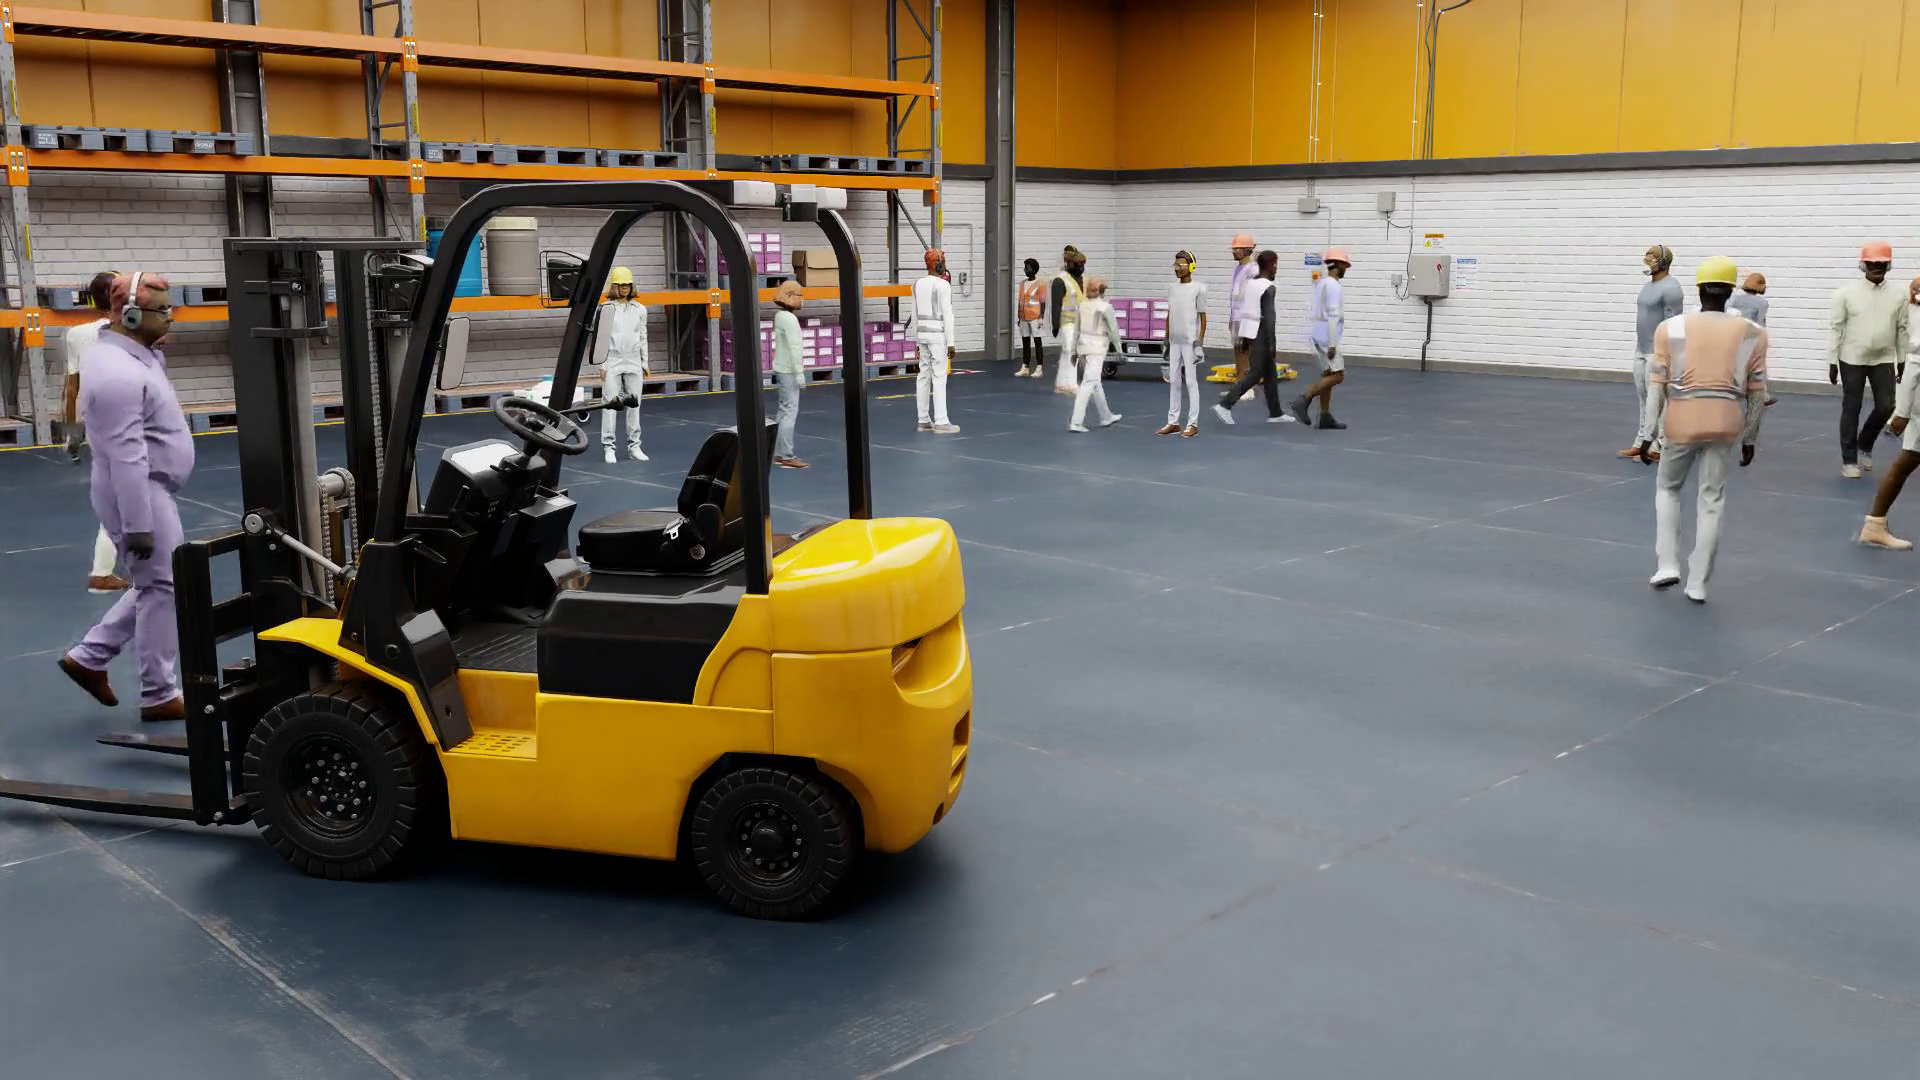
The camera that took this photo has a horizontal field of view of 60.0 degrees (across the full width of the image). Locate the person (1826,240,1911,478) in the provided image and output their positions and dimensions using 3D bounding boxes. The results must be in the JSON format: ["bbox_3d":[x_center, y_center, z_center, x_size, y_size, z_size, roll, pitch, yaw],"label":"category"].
[{"bbox_3d":[7.569,-1.501,13.877,0.649,1.980,0.436,2,11,11],"label":"person"}]

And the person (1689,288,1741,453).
[{"bbox_3d":[6.974,-1.613,15.475,0.527,1.626,0.476,0,10,-1],"label":"person"}]

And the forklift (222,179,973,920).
[{"bbox_3d":[-1.114,-0.058,5.440,2.313,2.155,1.214,2,11,13],"label":"forklift"}]

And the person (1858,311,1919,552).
[{"bbox_3d":[6.208,-0.861,10.377,1.044,1.989,0.626,9,14,40],"label":"person"}]

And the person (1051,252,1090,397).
[{"bbox_3d":[1.416,-2.728,21.041,0.630,1.810,0.652,8,13,38],"label":"person"}]

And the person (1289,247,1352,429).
[{"bbox_3d":[3.788,-2.088,17.313,0.568,1.905,0.547,0,10,-2],"label":"person"}]

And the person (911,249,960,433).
[{"bbox_3d":[-0.259,-2.036,17.081,0.355,1.883,0.573,-9,14,-42],"label":"person"}]

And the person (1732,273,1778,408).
[{"bbox_3d":[9.197,-2.310,19.376,0.859,1.586,0.501,-6,12,-28],"label":"person"}]

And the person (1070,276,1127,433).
[{"bbox_3d":[1.425,-1.911,17.192,0.864,1.592,0.530,-8,13,-36],"label":"person"}]

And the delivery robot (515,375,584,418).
[{"bbox_3d":[-4.310,-1.489,17.461,0.477,0.478,0.707,9,13,39],"label":"delivery robot"}]

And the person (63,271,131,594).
[{"bbox_3d":[-4.852,-0.645,9.680,0.568,1.813,1.001,2,11,9],"label":"person"}]

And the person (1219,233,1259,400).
[{"bbox_3d":[3.460,-2.738,20.462,0.378,2.045,0.605,-3,11,-15],"label":"person"}]

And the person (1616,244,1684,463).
[{"bbox_3d":[6.186,-1.653,14.837,0.373,1.940,0.628,0,10,-1],"label":"person"}]

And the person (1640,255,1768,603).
[{"bbox_3d":[4.120,-0.618,9.263,0.632,1.903,0.590,3,11,15],"label":"person"}]

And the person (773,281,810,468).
[{"bbox_3d":[-1.487,-1.447,14.561,0.279,1.629,0.510,-3,11,-18],"label":"person"}]

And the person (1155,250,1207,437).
[{"bbox_3d":[2.242,-1.973,16.771,0.329,1.872,0.507,-10,14,-44],"label":"person"}]

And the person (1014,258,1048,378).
[{"bbox_3d":[1.014,-3.162,23.728,0.319,1.696,0.532,-10,14,-44],"label":"person"}]

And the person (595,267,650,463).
[{"bbox_3d":[-3.008,-1.564,14.884,0.483,1.745,0.301,-7,12,-32],"label":"person"}]

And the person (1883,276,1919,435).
[{"bbox_3d":[9.604,-1.839,16.751,0.502,1.600,0.761,6,12,31],"label":"person"}]

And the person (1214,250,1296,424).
[{"bbox_3d":[3.192,-2.174,17.865,0.949,1.873,0.607,-2,11,-12],"label":"person"}]

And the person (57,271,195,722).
[{"bbox_3d":[-3.382,-0.148,6.781,0.510,1.882,0.675,-5,11,-24],"label":"person"}]

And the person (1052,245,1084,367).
[{"bbox_3d":[1.676,-3.591,25.594,0.329,1.871,0.507,-10,14,-44],"label":"person"}]

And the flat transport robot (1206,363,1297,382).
[{"bbox_3d":[4.058,-2.330,23.078,0.652,0.197,1.431,8,13,37],"label":"flat transport robot"}]
